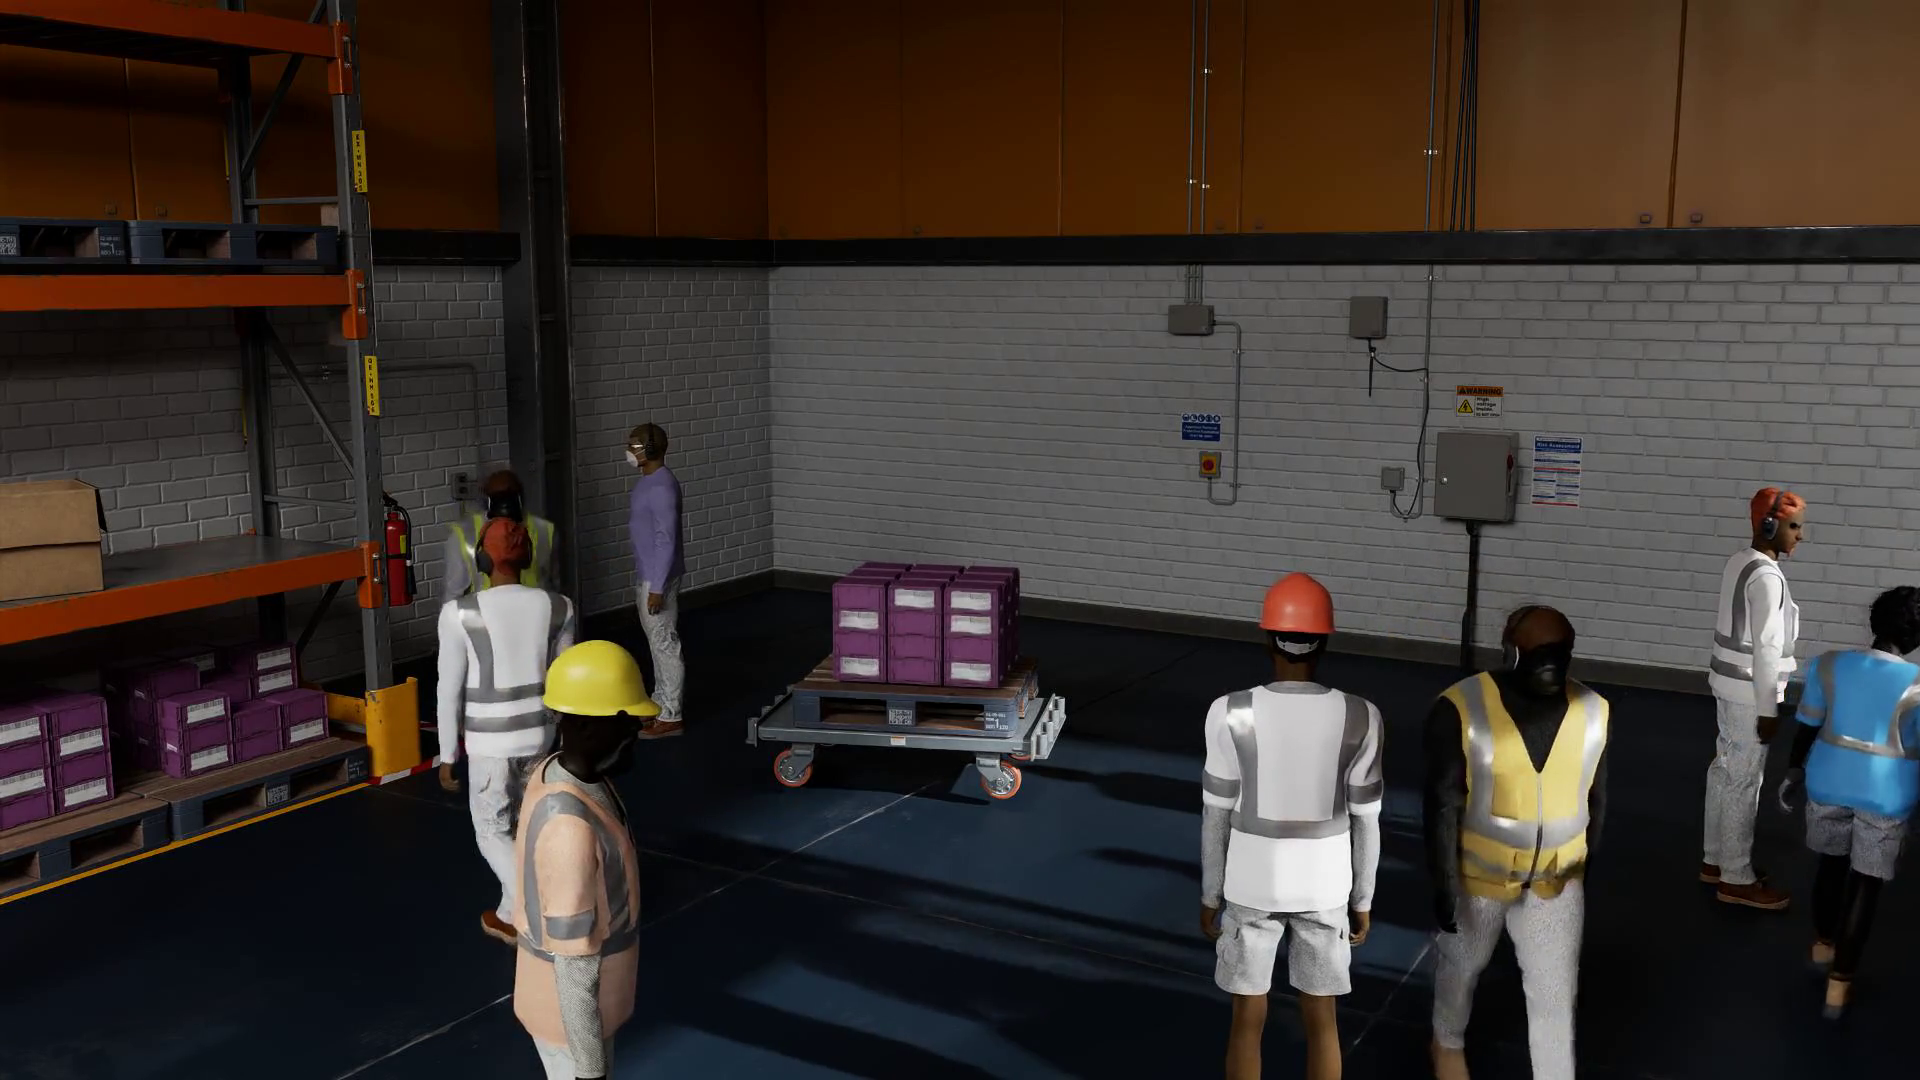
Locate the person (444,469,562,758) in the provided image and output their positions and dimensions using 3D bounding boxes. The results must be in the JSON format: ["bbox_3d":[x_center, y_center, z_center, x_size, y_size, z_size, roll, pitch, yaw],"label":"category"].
[{"bbox_3d":[-2.517,0.481,9.188,0.641,1.796,0.952,-4,10,-21],"label":"person"}]

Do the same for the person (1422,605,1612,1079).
[{"bbox_3d":[1.810,1.080,5.479,0.641,1.789,0.997,0,9,0],"label":"person"}]

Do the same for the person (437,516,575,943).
[{"bbox_3d":[-1.812,0.833,6.794,0.582,1.863,0.815,-7,12,-39],"label":"person"}]

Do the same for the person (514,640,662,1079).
[{"bbox_3d":[-0.956,1.200,4.333,0.394,1.919,0.581,-2,9,-12],"label":"person"}]

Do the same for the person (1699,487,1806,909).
[{"bbox_3d":[3.592,0.699,7.539,0.361,1.886,0.576,2,9,12],"label":"person"}]

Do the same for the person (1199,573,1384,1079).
[{"bbox_3d":[1.011,1.062,5.152,0.543,1.930,0.380,0,9,3],"label":"person"}]

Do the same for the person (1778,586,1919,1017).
[{"bbox_3d":[3.544,0.983,6.471,0.680,1.654,0.596,-7,12,-39],"label":"person"}]

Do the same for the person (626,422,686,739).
[{"bbox_3d":[-1.874,0.244,10.218,0.372,1.940,0.631,-3,10,-17],"label":"person"}]
